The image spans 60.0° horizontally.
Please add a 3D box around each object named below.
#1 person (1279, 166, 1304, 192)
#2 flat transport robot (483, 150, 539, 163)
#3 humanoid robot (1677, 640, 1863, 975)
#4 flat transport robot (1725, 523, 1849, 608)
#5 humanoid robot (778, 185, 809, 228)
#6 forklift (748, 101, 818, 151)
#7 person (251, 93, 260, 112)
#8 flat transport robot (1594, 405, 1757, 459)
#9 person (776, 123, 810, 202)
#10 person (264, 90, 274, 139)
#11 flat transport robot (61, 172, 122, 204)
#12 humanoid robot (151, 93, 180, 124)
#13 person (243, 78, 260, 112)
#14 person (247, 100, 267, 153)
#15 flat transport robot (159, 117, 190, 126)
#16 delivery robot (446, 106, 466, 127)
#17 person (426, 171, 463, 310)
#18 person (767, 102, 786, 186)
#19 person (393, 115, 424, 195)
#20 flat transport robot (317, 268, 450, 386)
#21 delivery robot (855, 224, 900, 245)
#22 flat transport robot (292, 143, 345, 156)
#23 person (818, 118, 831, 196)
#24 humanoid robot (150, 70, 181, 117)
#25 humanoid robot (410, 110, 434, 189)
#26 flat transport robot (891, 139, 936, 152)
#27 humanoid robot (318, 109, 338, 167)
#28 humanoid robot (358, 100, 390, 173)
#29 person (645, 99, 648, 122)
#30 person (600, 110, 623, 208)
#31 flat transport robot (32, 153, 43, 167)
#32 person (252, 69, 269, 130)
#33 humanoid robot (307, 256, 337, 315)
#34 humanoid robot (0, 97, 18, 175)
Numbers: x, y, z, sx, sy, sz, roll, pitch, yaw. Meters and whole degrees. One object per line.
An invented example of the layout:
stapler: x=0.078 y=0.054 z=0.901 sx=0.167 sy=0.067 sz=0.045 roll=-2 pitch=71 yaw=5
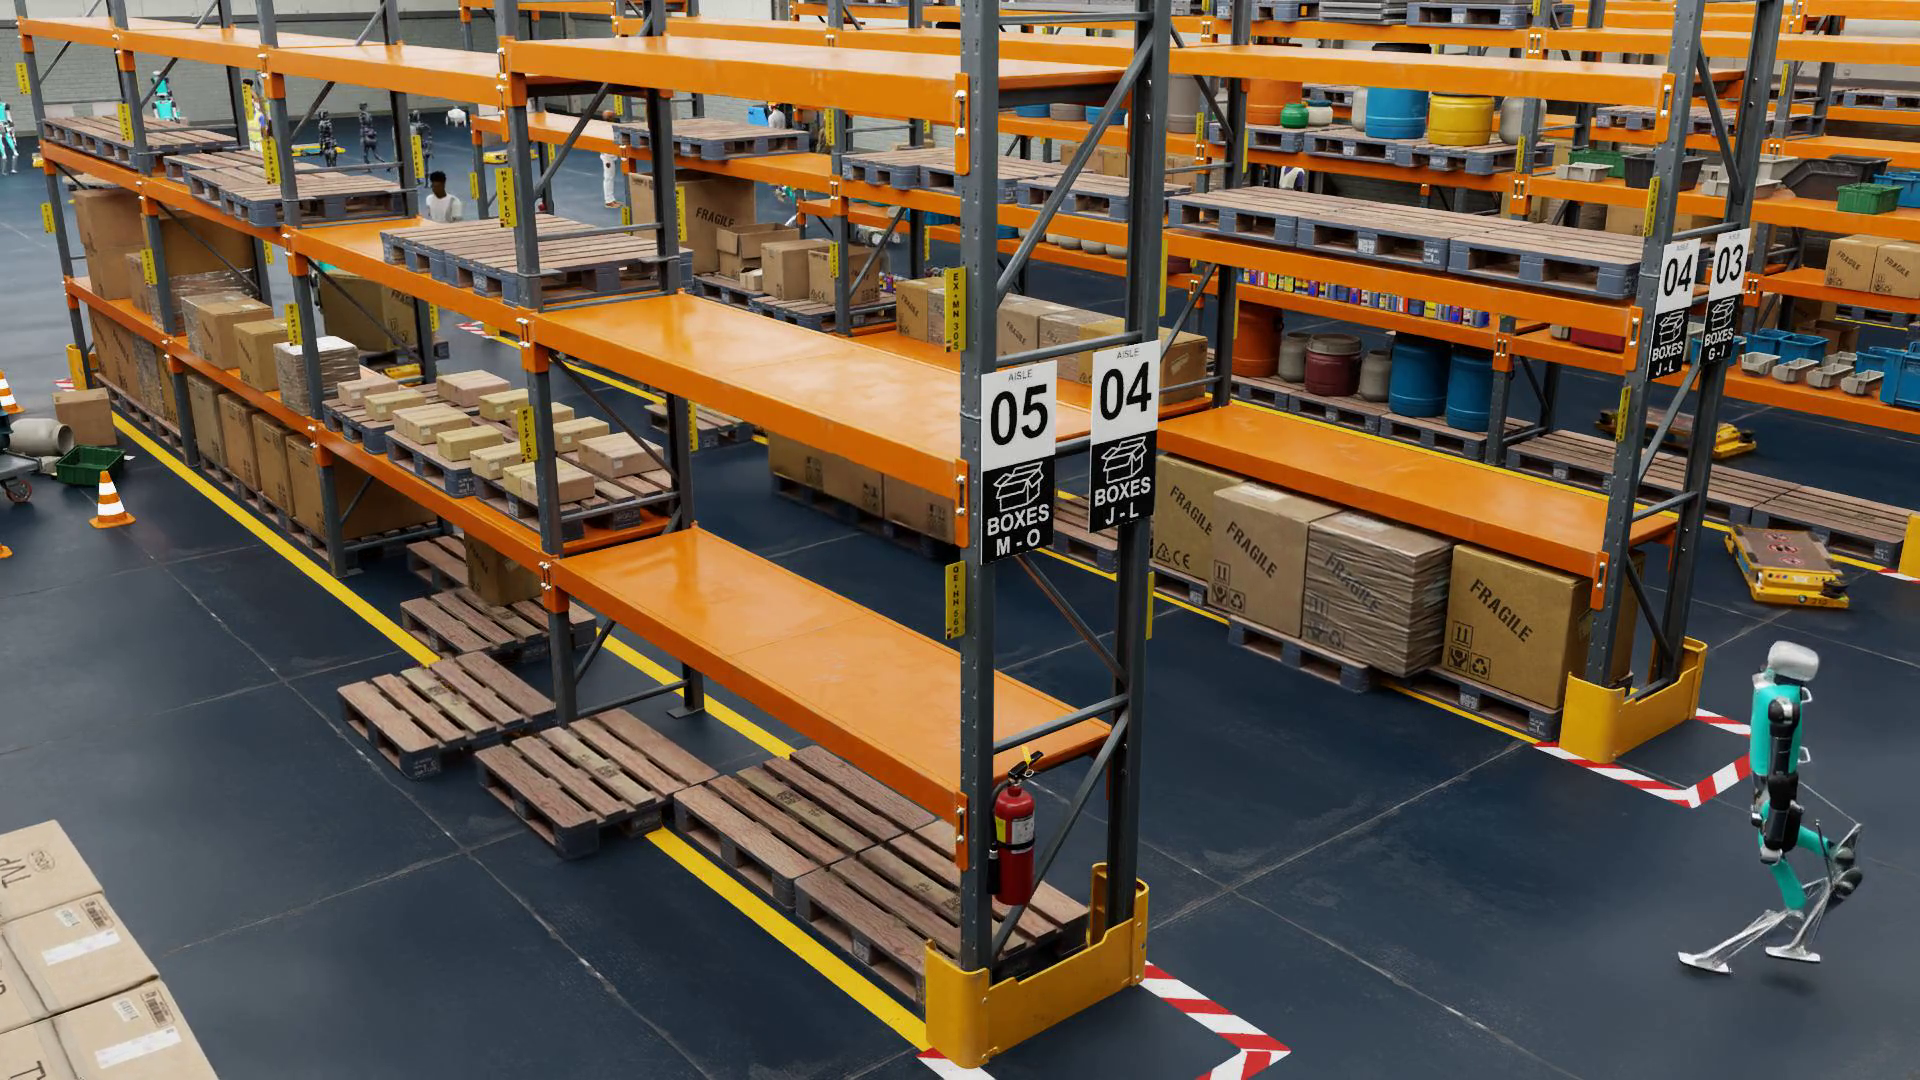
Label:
person: x=5.384 y=-5.485 z=27.172 sx=0.390 sy=1.843 sz=0.565 roll=-8 pitch=21 yaw=-22
flat transport robot: x=-11.019 y=-9.394 z=40.673 sx=0.659 sy=0.231 sz=1.431 roll=11 pitch=22 yaw=28
humanoid robot: x=3.998 y=1.337 z=7.913 sx=0.927 sy=1.767 sz=0.555 roll=6 pitch=20 yaw=17
flat transport robot: x=6.631 y=0.198 z=13.374 sx=0.659 sy=0.231 sz=1.431 roll=5 pitch=20 yaw=14
humanoid robot: x=-2.919 y=-6.279 z=29.629 sx=1.027 sy=1.736 sz=0.538 roll=-18 pitch=26 yaw=-41
forklift: x=-4.526 y=-11.368 z=42.374 sx=1.129 sy=2.768 sz=1.873 roll=-15 pitch=24 yaw=-37
person: x=-15.808 y=-9.067 z=37.281 sx=0.375 sy=1.912 sz=0.492 roll=-13 pitch=23 yaw=-32
flat transport robot: x=7.365 y=-1.128 z=17.146 sx=0.659 sy=0.231 sz=1.431 roll=-13 pitch=23 yaw=-33
person: x=-3.306 y=-7.554 z=33.235 sx=0.713 sy=1.721 sz=0.477 roll=3 pitch=20 yaw=7
person: x=-18.544 y=-11.593 z=44.773 sx=0.317 sy=1.695 sz=0.539 roll=-11 pitch=22 yaw=-28
flat transport robot: x=-17.369 y=-7.012 z=33.893 sx=0.659 sy=0.231 sz=1.431 roll=7 pitch=20 yaw=18
humanoid robot: x=-18.500 y=-9.537 z=38.961 sx=0.547 sy=1.771 sz=1.034 roll=-12 pitch=23 yaw=-31
person: x=-17.879 y=-10.713 z=42.031 sx=0.778 sy=1.855 sz=0.397 roll=18 pitch=26 yaw=41
person: x=-15.239 y=-8.616 z=36.044 sx=0.534 sy=1.877 sz=0.640 roll=3 pitch=20 yaw=7
flat transport robot: x=-19.579 y=-9.624 z=41.326 sx=1.431 sy=0.231 sz=0.659 roll=-5 pitch=20 yaw=-14
delivery robot: x=-14.813 y=-12.454 z=48.954 sx=0.499 sy=0.598 sz=0.802 roll=-12 pitch=23 yaw=-31
person: x=-7.272 y=-4.166 z=23.267 sx=0.639 sy=1.936 sz=0.818 roll=8 pitch=21 yaw=21
person: x=-3.986 y=-8.645 z=36.109 sx=0.384 sy=1.889 sz=0.571 roll=12 pitch=23 yaw=31
person: x=-11.420 y=-8.028 z=34.543 sx=0.461 sy=1.746 sz=0.556 roll=16 pitch=25 yaw=38
flat transport robot: x=-6.837 y=-2.050 z=19.770 sx=0.659 sy=0.231 sz=1.431 roll=-18 pitch=26 yaw=-41
delivery robot: x=-1.431 y=-5.380 z=28.844 sx=0.816 sy=0.613 sz=0.499 roll=-16 pitch=25 yaw=-38
flat transport robot: x=-16.345 y=-9.850 z=41.969 sx=1.431 sy=0.231 sz=0.659 roll=-15 pitch=24 yaw=-36
person: x=-2.726 y=-8.040 z=34.612 sx=0.561 sy=1.735 sz=0.741 roll=-11 pitch=22 yaw=-28
humanoid robot: x=-22.127 y=-12.199 z=46.594 sx=0.554 sy=1.893 sz=0.777 roll=4 pitch=20 yaw=11
humanoid robot: x=-11.573 y=-8.389 z=35.695 sx=0.609 sy=1.648 sz=0.466 roll=1 pitch=19 yaw=3
flat transport robot: x=-0.981 y=-7.884 z=36.375 sx=0.659 sy=0.231 sz=1.431 roll=-8 pitch=21 yaw=-22
humanoid robot: x=-13.587 y=-8.429 z=35.779 sx=0.599 sy=1.657 sz=0.315 roll=18 pitch=26 yaw=42
humanoid robot: x=-13.512 y=-9.259 z=38.205 sx=0.645 sy=1.629 sz=0.606 roll=3 pitch=20 yaw=8
person: x=-7.565 y=-10.501 z=41.266 sx=0.520 sy=1.965 sz=0.476 roll=-5 pitch=20 yaw=-14
person: x=-6.946 y=-7.560 z=33.021 sx=0.361 sy=1.882 sz=0.573 roll=0 pitch=19 yaw=1
flat transport robot: x=-21.916 y=-9.145 z=39.964 sx=0.659 sy=0.231 sz=1.431 roll=-10 pitch=22 yaw=-26
person: x=-20.016 y=-12.720 z=47.715 sx=0.379 sy=1.874 sz=0.511 roll=-10 pitch=22 yaw=-26
humanoid robot: x=-7.408 y=-2.853 z=19.829 sx=0.541 sy=1.752 sz=0.917 roll=-13 pitch=23 yaw=-33
humanoid robot: x=-21.740 y=-9.167 z=37.852 sx=0.538 sy=1.821 sz=0.663 roll=-17 pitch=25 yaw=-40
